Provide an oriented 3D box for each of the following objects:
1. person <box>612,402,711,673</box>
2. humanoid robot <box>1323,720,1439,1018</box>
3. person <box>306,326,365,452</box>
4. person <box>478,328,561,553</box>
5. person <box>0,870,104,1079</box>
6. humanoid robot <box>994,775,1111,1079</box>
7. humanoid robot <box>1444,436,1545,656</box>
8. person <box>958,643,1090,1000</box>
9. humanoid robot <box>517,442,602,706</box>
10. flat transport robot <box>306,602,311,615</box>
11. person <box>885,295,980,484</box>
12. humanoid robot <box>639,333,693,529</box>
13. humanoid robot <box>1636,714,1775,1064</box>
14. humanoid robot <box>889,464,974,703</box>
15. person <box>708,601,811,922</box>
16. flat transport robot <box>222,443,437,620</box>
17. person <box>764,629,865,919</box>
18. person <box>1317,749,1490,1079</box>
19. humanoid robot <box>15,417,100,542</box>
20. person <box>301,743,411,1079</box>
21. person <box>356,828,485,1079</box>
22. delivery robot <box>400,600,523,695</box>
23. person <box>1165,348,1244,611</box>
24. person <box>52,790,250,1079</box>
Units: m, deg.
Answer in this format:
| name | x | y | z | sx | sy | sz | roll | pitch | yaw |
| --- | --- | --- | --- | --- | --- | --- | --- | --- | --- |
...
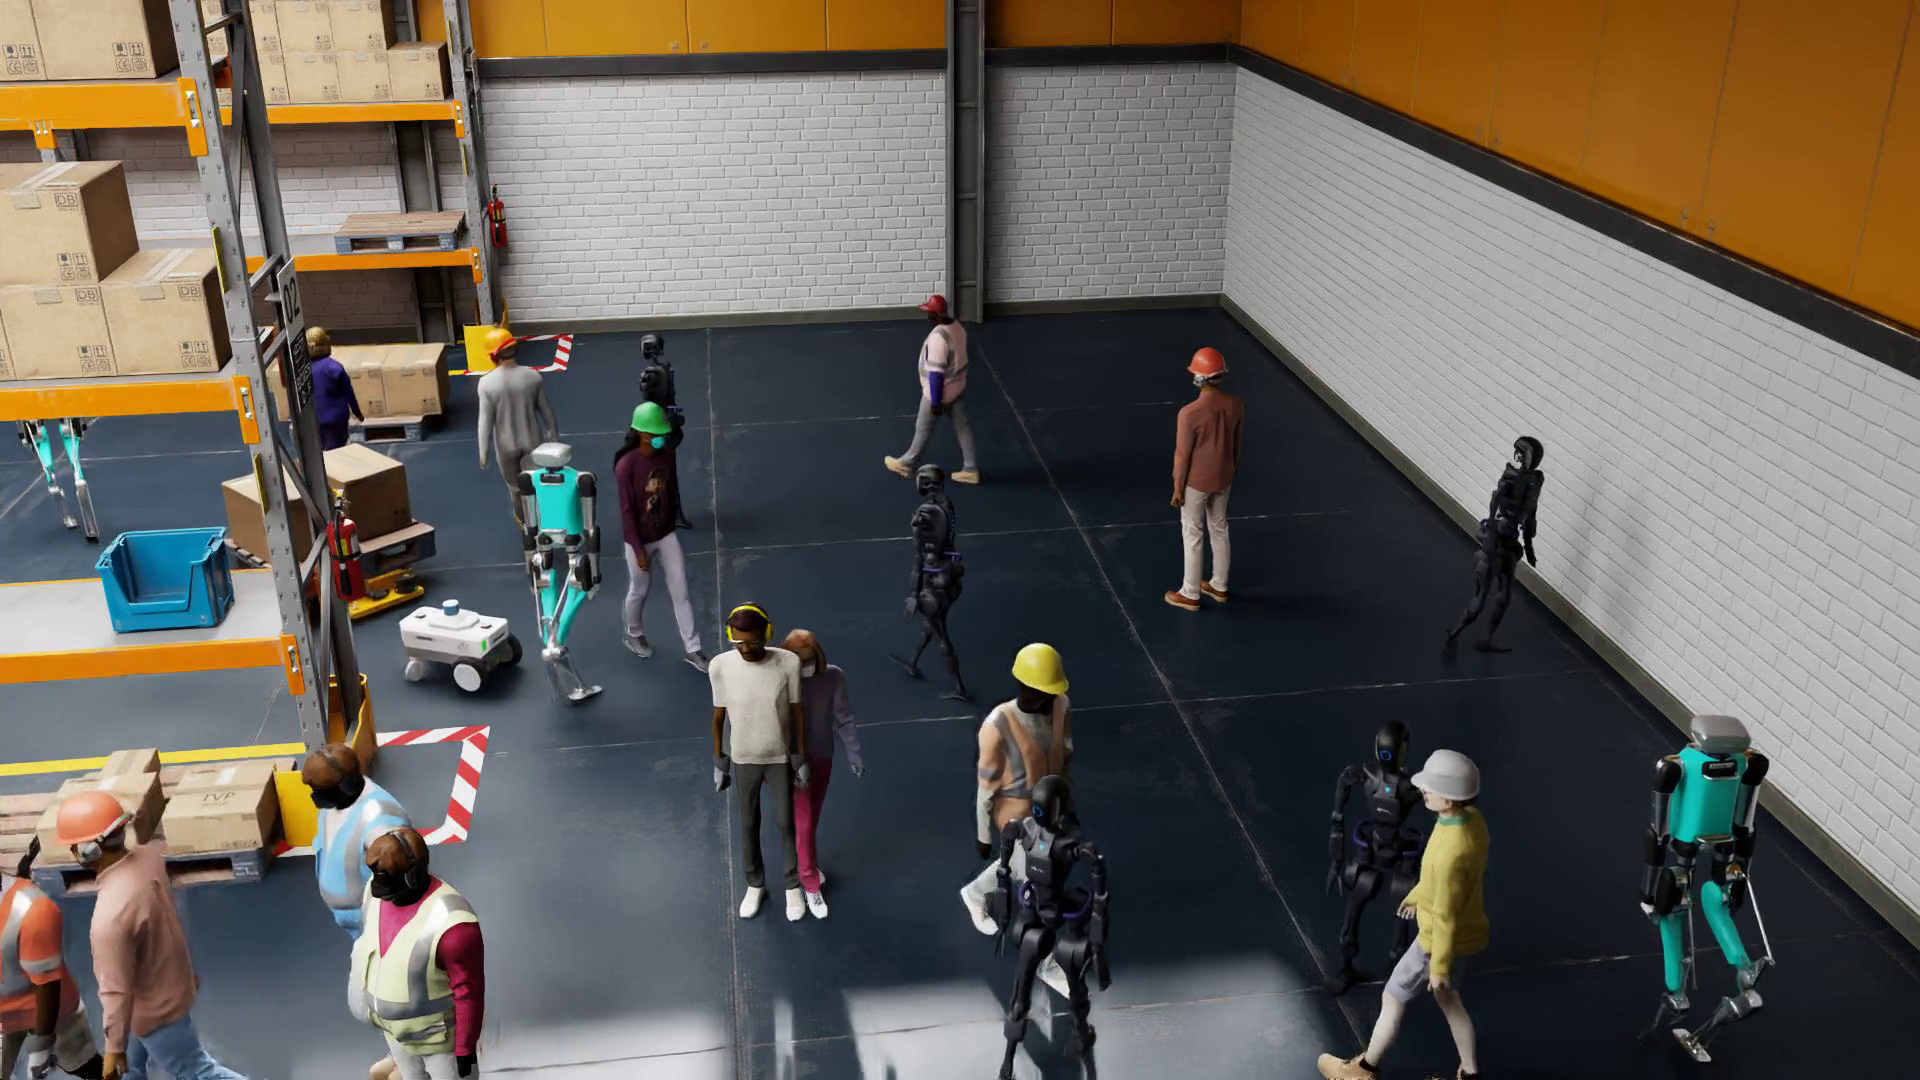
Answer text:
| name | x | y | z | sx | sy | sz | roll | pitch | yaw |
| --- | --- | --- | --- | --- | --- | --- | --- | --- | --- |
| person | -2.094 | -0.031 | 11.414 | 0.505 | 1.914 | 0.788 | -20 | 31 | -38 |
| humanoid robot | 2.079 | 1.585 | 8.057 | 0.592 | 1.643 | 0.369 | 10 | 26 | 22 |
| person | -5.318 | -1.038 | 14.086 | 0.465 | 1.602 | 0.583 | 3 | 24 | 7 |
| person | -3.516 | -0.796 | 13.261 | 0.628 | 1.834 | 0.977 | -8 | 25 | -17 |
| person | -3.947 | 1.974 | 6.857 | 0.624 | 1.901 | 1.021 | 8 | 25 | 19 |
| humanoid robot | 0.420 | 1.794 | 7.601 | 0.601 | 1.625 | 0.756 | 13 | 27 | 26 |
| humanoid robot | 3.731 | 0.033 | 11.577 | 0.590 | 1.646 | 0.465 | -18 | 29 | -35 |
| person | 0.314 | 1.330 | 8.359 | 0.942 | 1.885 | 0.592 | 21 | 31 | 39 |
| humanoid robot | -2.658 | 0.350 | 10.906 | 0.550 | 1.884 | 0.746 | 4 | 24 | 8 |
| flat transport robot | -5.514 | 0.611 | 12.003 | 1.431 | 0.231 | 0.659 | -2 | 24 | -5 |
| person | -0.204 | -1.334 | 14.641 | 0.903 | 1.704 | 0.629 | 12 | 26 | 25 |
| humanoid robot | -2.490 | -0.894 | 13.692 | 0.551 | 1.645 | 0.613 | 6 | 24 | 14 |
| humanoid robot | 3.469 | 1.752 | 7.654 | 0.538 | 1.837 | 0.751 | -3 | 24 | -7 |
| humanoid robot | -0.220 | 0.276 | 11.051 | 0.721 | 1.631 | 0.609 | 11 | 26 | 23 |
| person | -1.047 | 1.169 | 8.767 | 0.515 | 1.857 | 0.353 | -1 | 24 | -1 |
| flat transport robot | -4.812 | 0.255 | 12.816 | 1.431 | 0.231 | 0.659 | 20 | 30 | 37 |
| person | -0.773 | 1.230 | 8.922 | 0.505 | 1.609 | 0.666 | -15 | 28 | -30 |
| person | 2.102 | 1.740 | 7.458 | 0.764 | 1.855 | 0.491 | 14 | 28 | 30 |
| humanoid robot | -7.304 | -0.793 | 13.480 | 0.550 | 1.872 | 0.808 | -15 | 28 | -31 |
| person | -2.670 | 1.707 | 7.573 | 0.449 | 1.819 | 0.672 | -19 | 30 | -36 |
| person | -2.218 | 1.997 | 6.892 | 0.624 | 1.843 | 0.429 | 15 | 28 | 31 |
| delivery robot | -3.449 | 0.706 | 11.427 | 0.762 | 0.590 | 0.525 | 7 | 25 | 16 |
| person | 1.805 | -0.457 | 12.304 | 0.608 | 1.987 | 0.399 | -15 | 28 | -30 |
| person | -3.349 | 1.911 | 6.981 | 1.018 | 1.926 | 0.639 | -8 | 25 | -18 |
